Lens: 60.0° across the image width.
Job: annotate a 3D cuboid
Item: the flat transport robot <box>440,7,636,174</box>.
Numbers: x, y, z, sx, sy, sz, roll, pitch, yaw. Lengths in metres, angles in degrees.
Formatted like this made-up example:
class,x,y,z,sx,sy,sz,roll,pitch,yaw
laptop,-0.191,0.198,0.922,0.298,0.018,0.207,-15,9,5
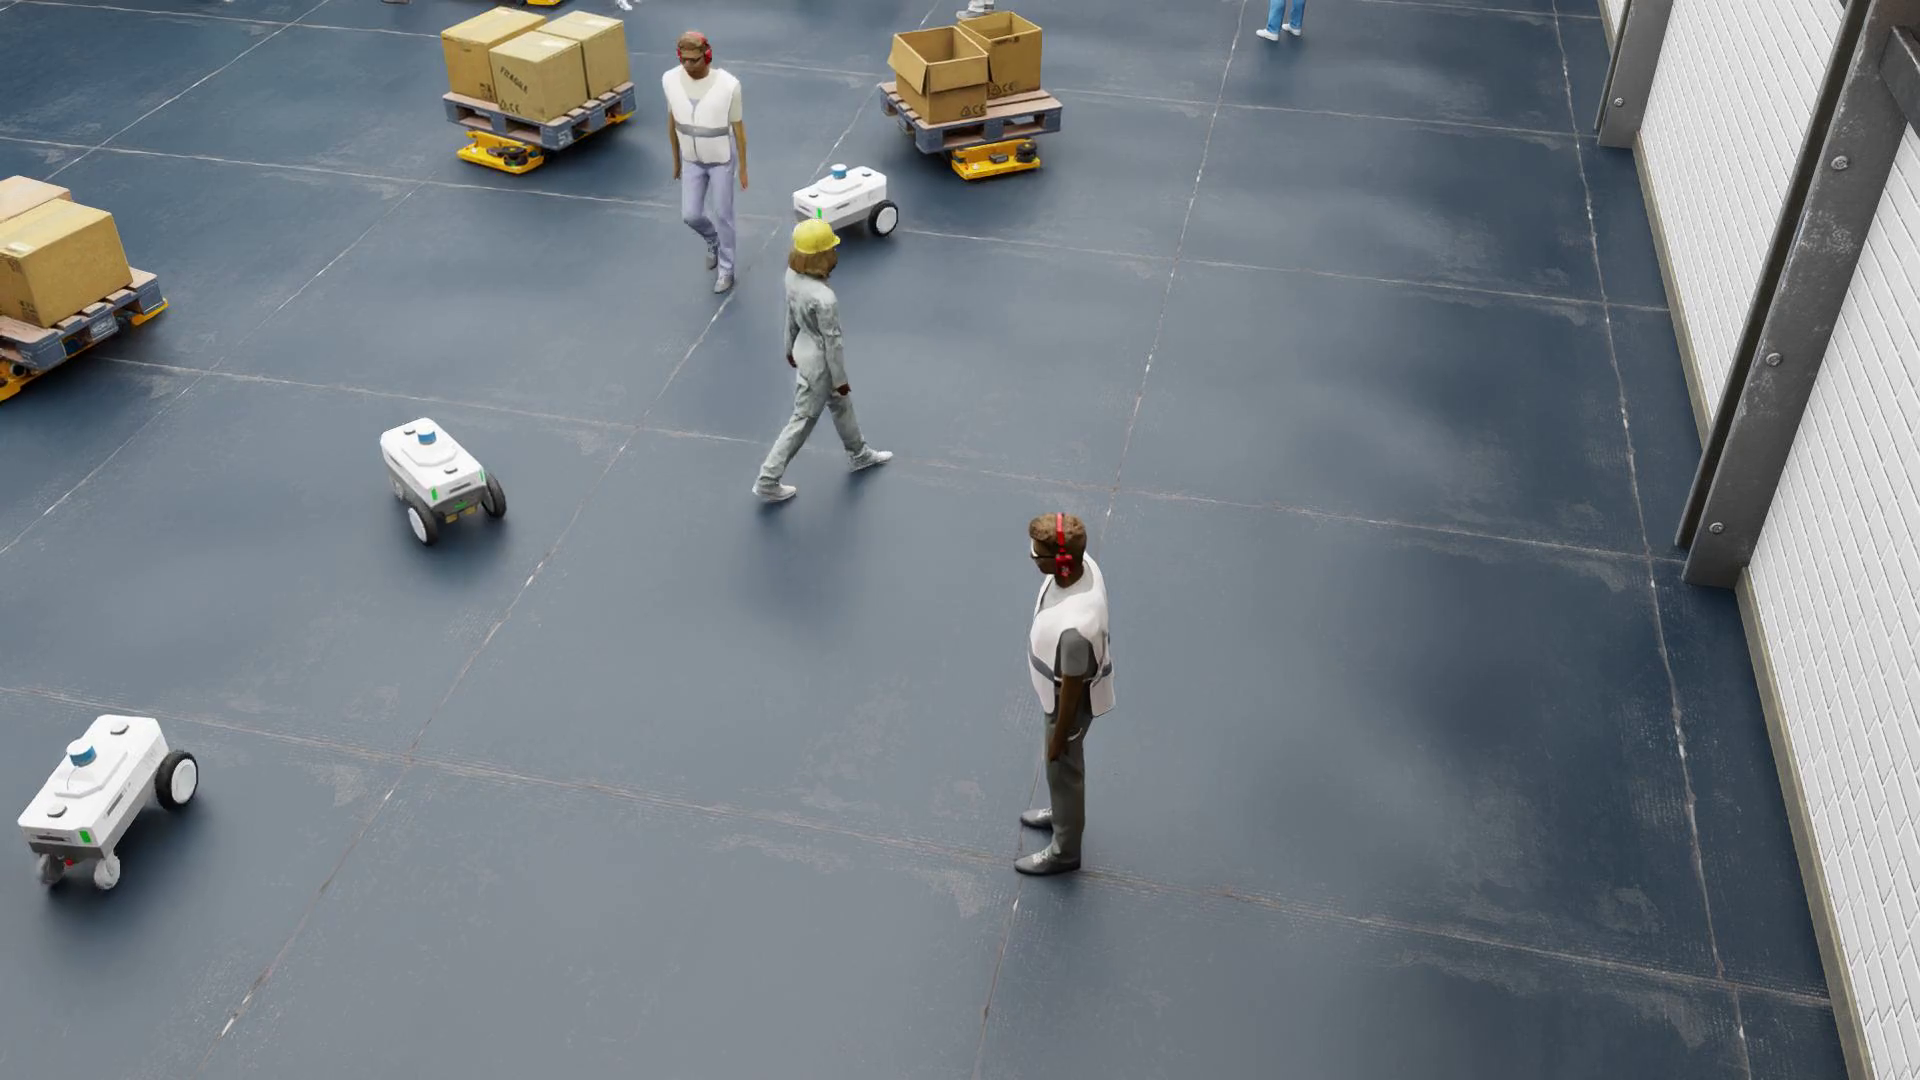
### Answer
class,x,y,z,sx,sy,sz,roll,pitch,yaw
flat transport robot,-3.437,-3.428,13.806,0.659,0.231,1.431,19,41,24

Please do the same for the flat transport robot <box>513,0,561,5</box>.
class,x,y,z,sx,sy,sz,roll,pitch,yaw
flat transport robot,-4.583,-5.640,16.766,1.431,0.231,0.659,10,38,14

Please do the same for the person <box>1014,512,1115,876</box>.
class,x,y,z,sx,sy,sz,roll,pitch,yaw
person,0.450,0.652,7.045,0.410,1.832,0.564,1,37,1

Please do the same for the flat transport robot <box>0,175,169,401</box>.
class,x,y,z,sx,sy,sz,roll,pitch,yaw
flat transport robot,-6.078,-1.380,11.066,0.659,0.231,1.431,16,40,21

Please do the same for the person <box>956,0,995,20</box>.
class,x,y,z,sx,sy,sz,roll,pitch,yaw
person,0.160,-5.881,15.739,0.337,1.882,0.583,16,40,20

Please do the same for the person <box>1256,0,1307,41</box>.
class,x,y,z,sx,sy,sz,roll,pitch,yaw
person,3.049,-5.512,15.384,0.487,1.720,0.379,-20,41,-25

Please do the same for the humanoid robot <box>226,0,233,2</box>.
class,x,y,z,sx,sy,sz,roll,pitch,yaw
humanoid robot,-7.387,-6.047,16.132,0.530,1.824,0.810,13,39,16

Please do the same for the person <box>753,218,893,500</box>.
class,x,y,z,sx,sy,sz,roll,pitch,yaw
person,-0.825,-1.018,9.378,0.899,1.699,0.489,-16,40,-20

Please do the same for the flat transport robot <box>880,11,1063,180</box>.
class,x,y,z,sx,sy,sz,roll,pitch,yaw
flat transport robot,0.068,-3.367,13.724,0.659,0.231,1.431,-14,39,-18

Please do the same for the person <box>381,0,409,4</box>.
class,x,y,z,sx,sy,sz,roll,pitch,yaw
person,-5.542,-6.181,16.157,0.417,1.870,0.535,17,40,22

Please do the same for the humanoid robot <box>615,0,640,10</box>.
class,x,y,z,sx,sy,sz,roll,pitch,yaw
humanoid robot,-3.338,-5.989,16.071,0.539,1.868,0.670,-29,46,-33

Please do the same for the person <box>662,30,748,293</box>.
class,x,y,z,sx,sy,sz,roll,pitch,yaw
person,-1.714,-2.590,11.383,0.584,1.830,0.449,8,37,10

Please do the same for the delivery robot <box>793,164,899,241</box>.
class,x,y,z,sx,sy,sz,roll,pitch,yaw
delivery robot,-0.873,-2.489,12.296,0.769,0.577,0.499,-30,46,-34

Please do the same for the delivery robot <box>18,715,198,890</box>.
class,x,y,z,sx,sy,sz,roll,pitch,yaw
delivery robot,-3.852,1.129,7.454,0.499,0.577,0.769,4,37,5

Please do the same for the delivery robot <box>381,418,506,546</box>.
class,x,y,z,sx,sy,sz,roll,pitch,yaw
delivery robot,-2.975,-0.363,9.474,0.499,0.605,0.781,-27,44,-31
